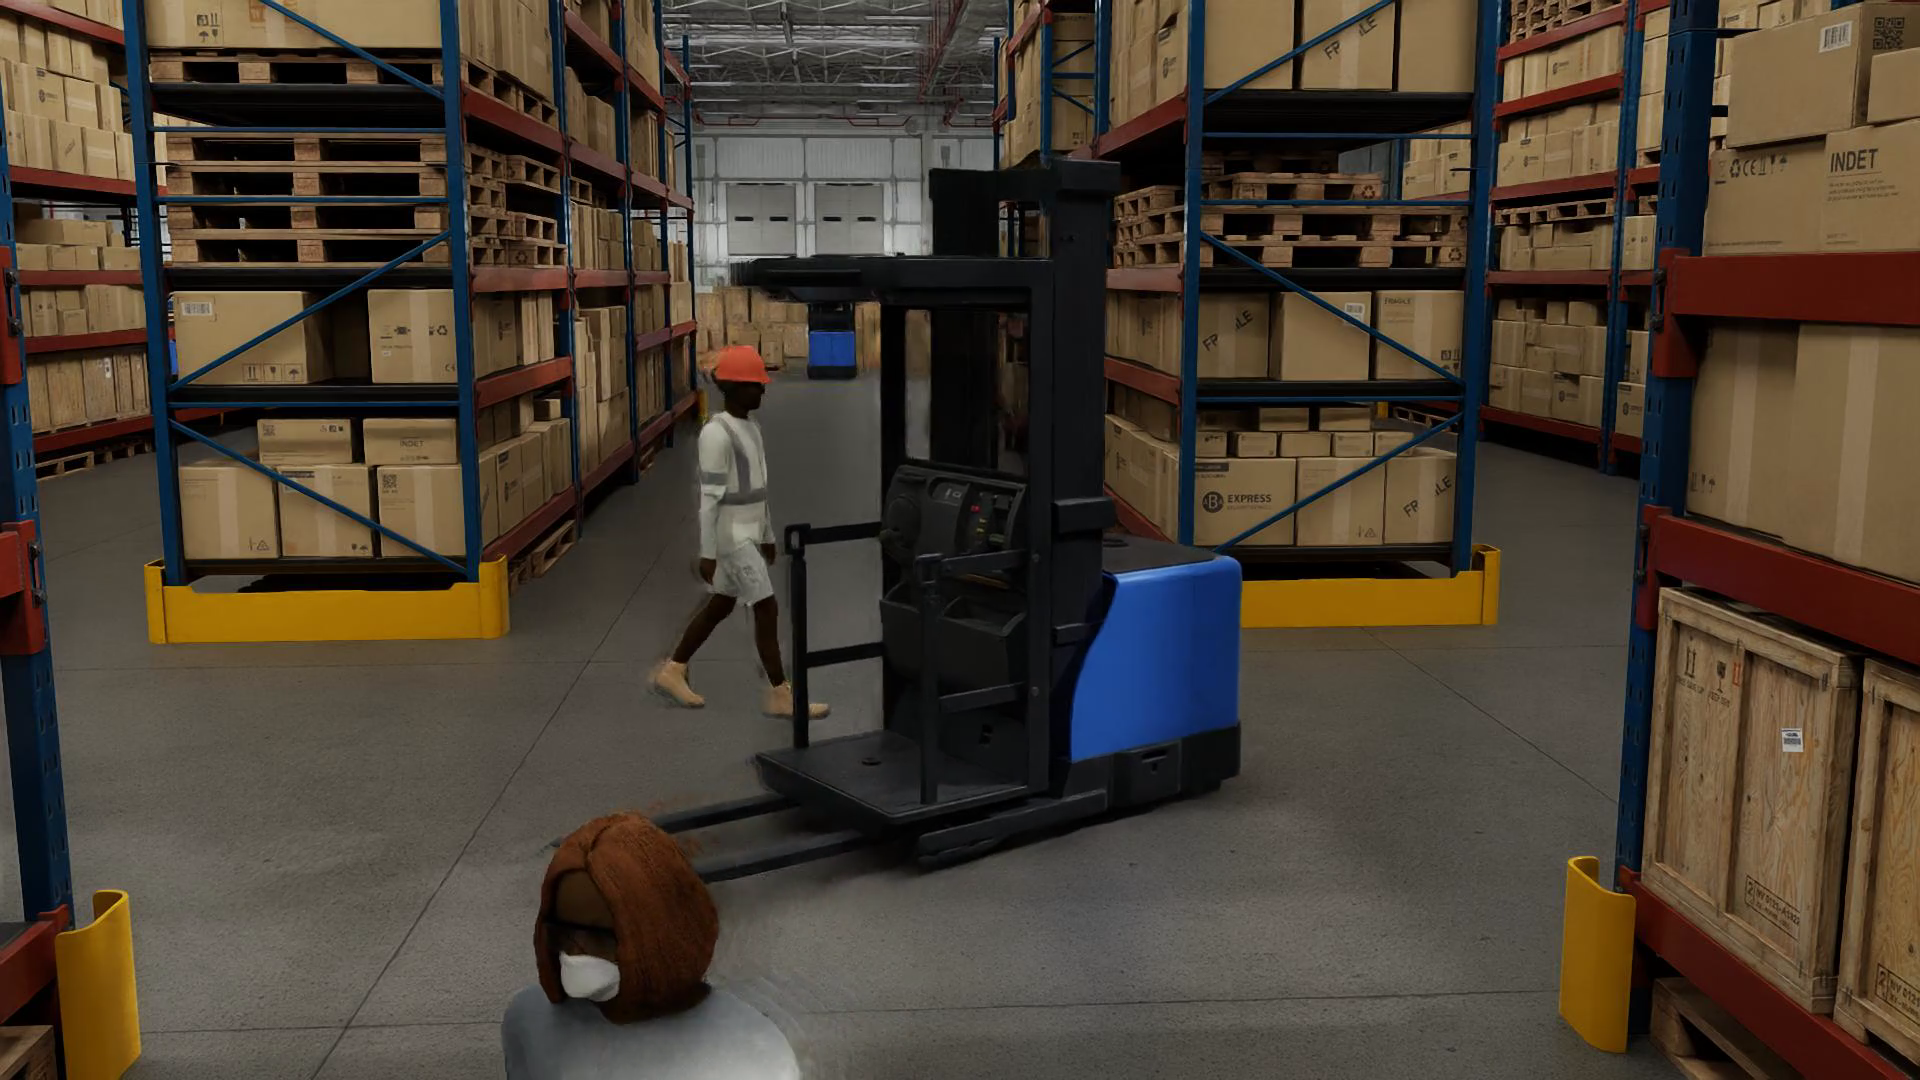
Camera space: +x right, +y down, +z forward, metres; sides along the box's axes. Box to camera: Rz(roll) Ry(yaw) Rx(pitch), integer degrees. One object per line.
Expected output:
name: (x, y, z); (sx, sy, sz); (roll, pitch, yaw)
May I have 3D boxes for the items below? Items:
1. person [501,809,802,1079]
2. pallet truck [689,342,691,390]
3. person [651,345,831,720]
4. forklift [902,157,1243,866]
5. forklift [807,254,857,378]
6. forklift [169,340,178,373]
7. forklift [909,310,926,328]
person: (-0.456, 1.175, 2.372); (0.507, 1.620, 0.357); (5, 10, 27)
pallet truck: (-5.225, -3.008, 27.480); (1.885, 1.965, 0.823); (2, 9, 14)
person: (-1.228, -0.040, 8.855); (1.026, 2.003, 0.622); (2, 9, 10)
forklift: (0.268, -0.234, 7.300); (1.873, 2.768, 1.129); (-7, 11, -36)
forklift: (-2.942, -5.145, 38.138); (1.129, 2.768, 1.873); (-1, 9, -4)
forklift: (-15.721, -4.090, 31.509); (1.129, 2.768, 1.873); (-1, 9, -4)
forklift: (-1.780, -8.547, 59.499); (1.129, 2.768, 1.873); (-1, 9, -4)
